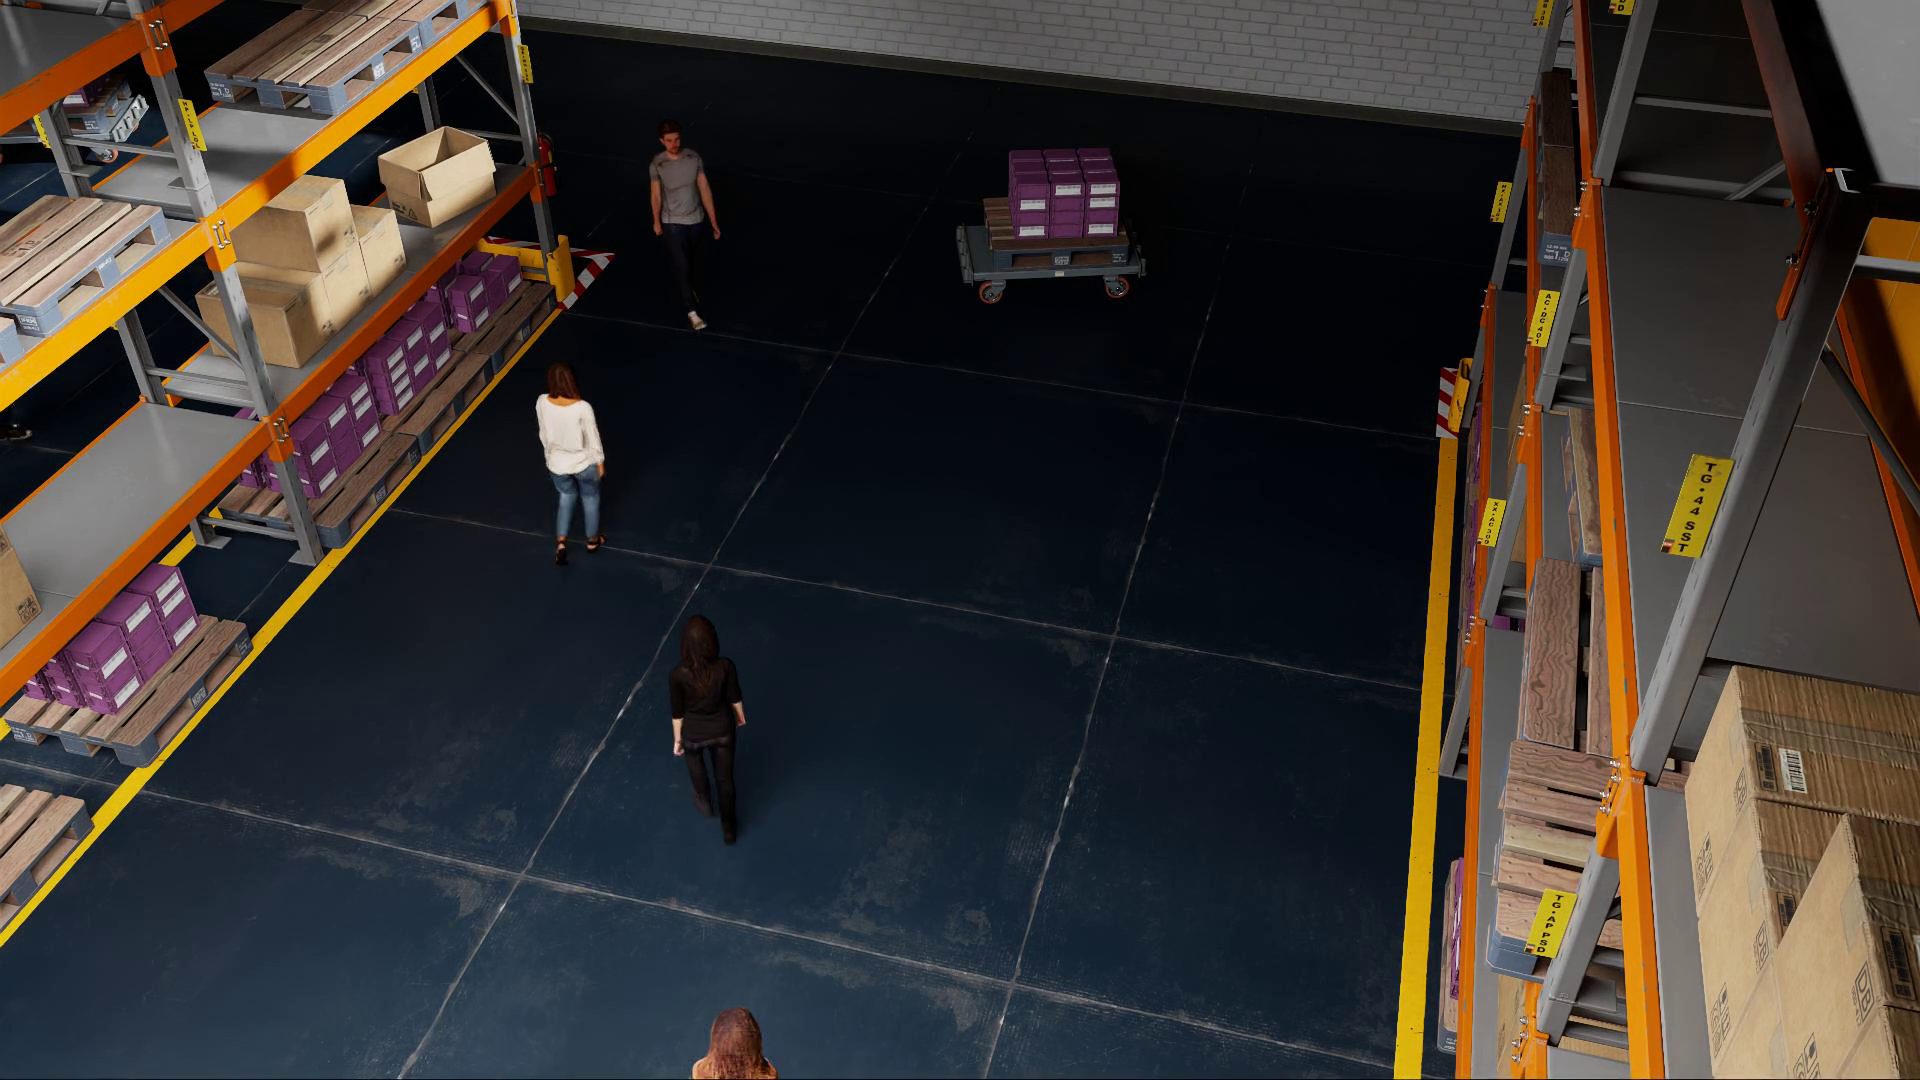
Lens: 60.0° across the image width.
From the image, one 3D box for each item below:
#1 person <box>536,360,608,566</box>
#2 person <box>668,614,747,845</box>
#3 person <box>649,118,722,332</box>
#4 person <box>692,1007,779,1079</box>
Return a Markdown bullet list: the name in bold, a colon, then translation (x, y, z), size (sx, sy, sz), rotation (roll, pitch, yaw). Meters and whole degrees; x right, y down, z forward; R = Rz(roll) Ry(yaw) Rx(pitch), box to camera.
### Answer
- **person**: translation (-2.745, -0.499, 11.663), size (0.615, 1.666, 0.795), rotation (9, 40, 12)
- **person**: translation (-1.445, 1.160, 9.620), size (0.760, 1.624, 0.830), rotation (-10, 40, -12)
- **person**: translation (-2.425, -2.807, 14.414), size (1.150, 1.840, 1.231), rotation (-19, 42, -22)
- **person**: translation (-0.992, 2.774, 7.500), size (0.630, 1.747, 1.047), rotation (5, 39, 6)
